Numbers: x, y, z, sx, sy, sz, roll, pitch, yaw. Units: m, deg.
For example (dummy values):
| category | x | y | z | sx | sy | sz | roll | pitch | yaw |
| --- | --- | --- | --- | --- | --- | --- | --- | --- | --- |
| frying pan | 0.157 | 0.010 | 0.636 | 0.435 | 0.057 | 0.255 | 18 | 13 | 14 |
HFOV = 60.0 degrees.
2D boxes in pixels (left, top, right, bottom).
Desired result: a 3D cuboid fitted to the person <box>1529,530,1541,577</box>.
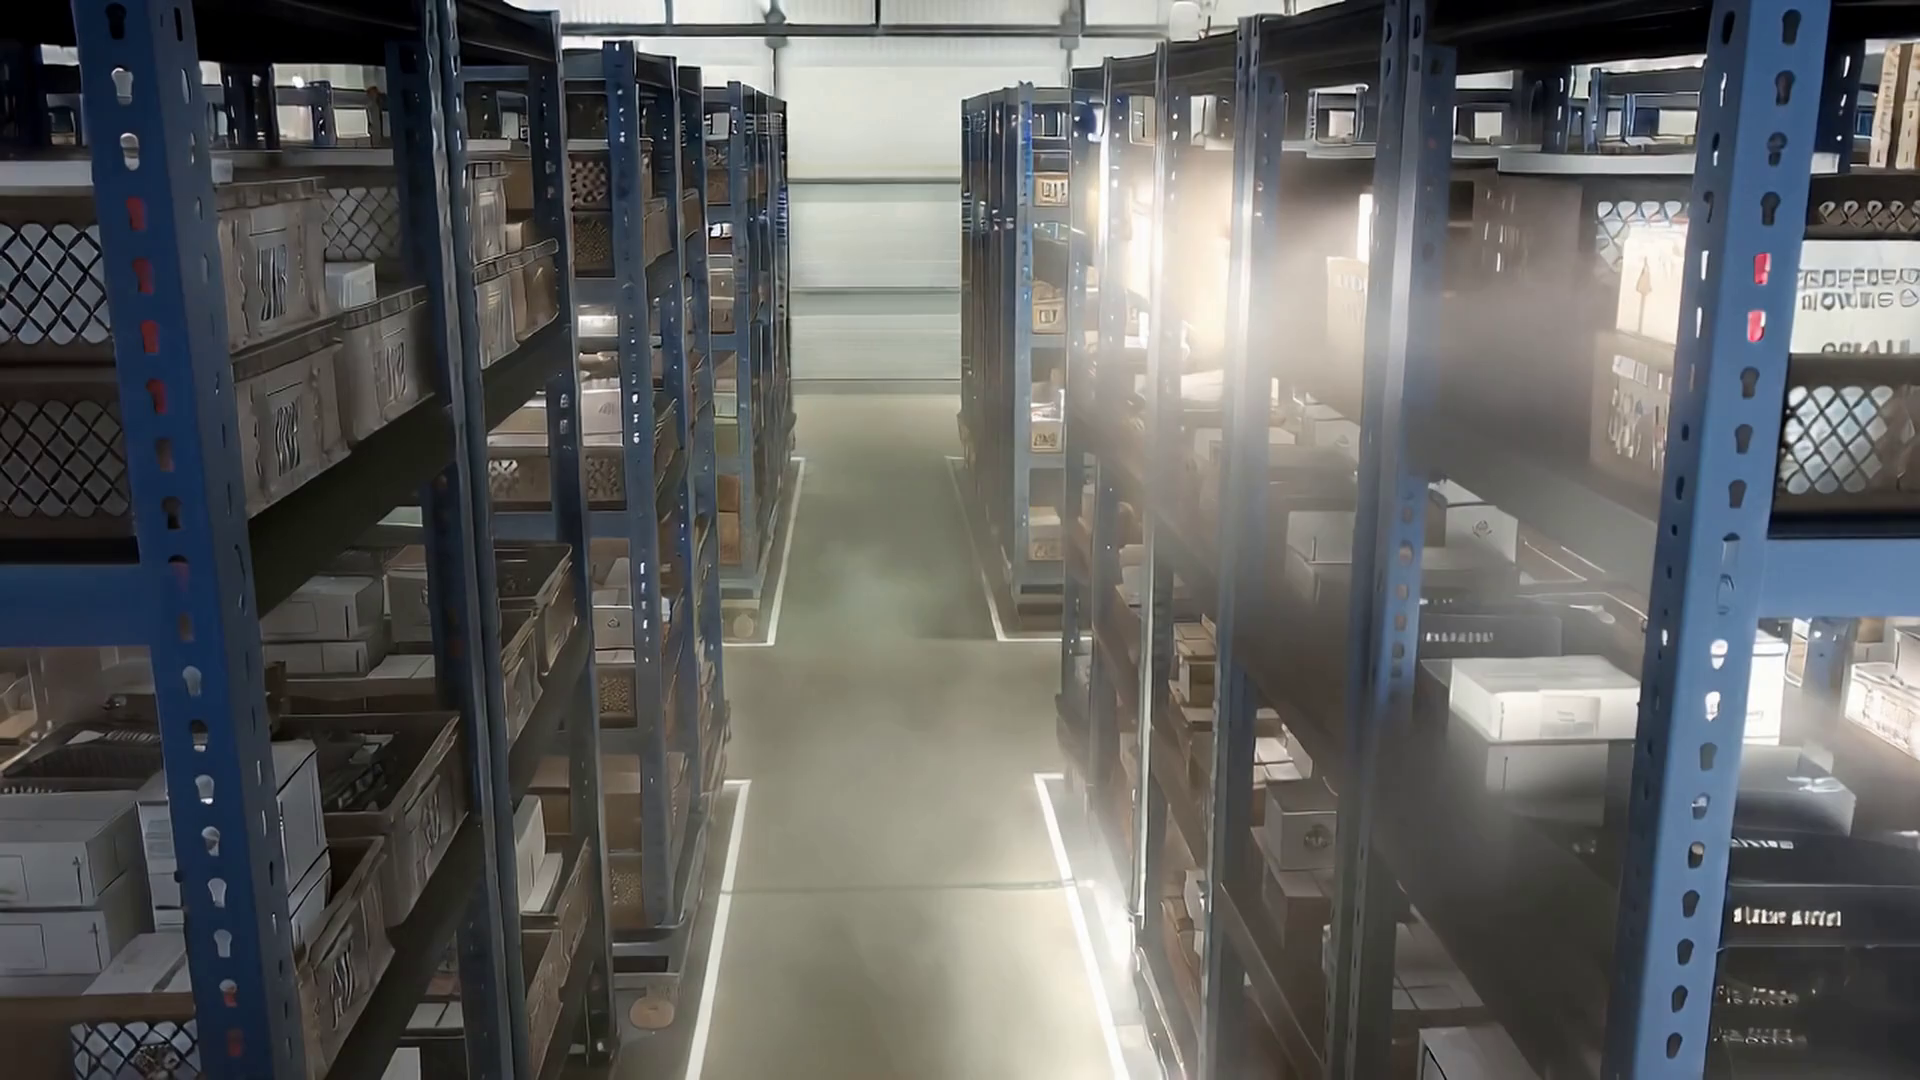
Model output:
| category | x | y | z | sx | sy | sz | roll | pitch | yaw |
| --- | --- | --- | --- | --- | --- | --- | --- | --- | --- |
| person | 2.386 | 0.623 | 7.530 | 0.587 | 1.786 | 0.816 | -1 | 14 | -5 |
